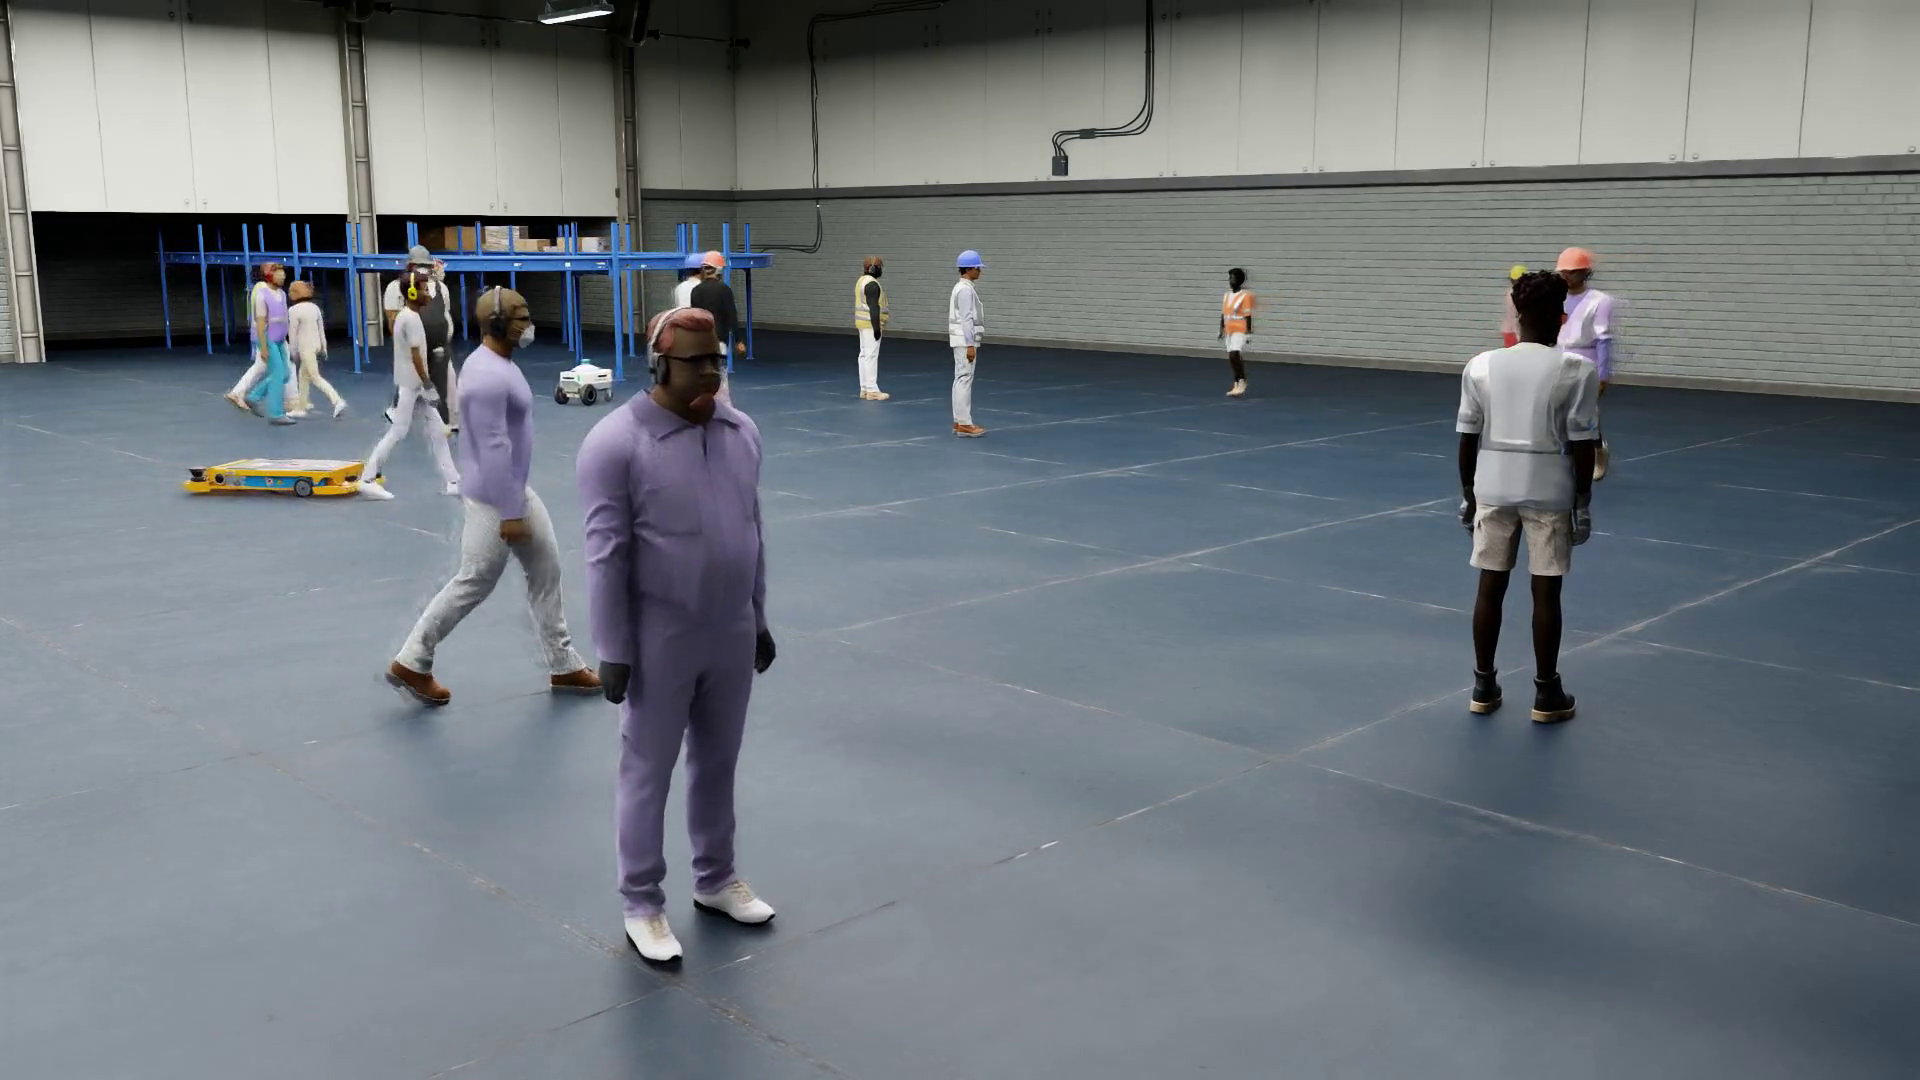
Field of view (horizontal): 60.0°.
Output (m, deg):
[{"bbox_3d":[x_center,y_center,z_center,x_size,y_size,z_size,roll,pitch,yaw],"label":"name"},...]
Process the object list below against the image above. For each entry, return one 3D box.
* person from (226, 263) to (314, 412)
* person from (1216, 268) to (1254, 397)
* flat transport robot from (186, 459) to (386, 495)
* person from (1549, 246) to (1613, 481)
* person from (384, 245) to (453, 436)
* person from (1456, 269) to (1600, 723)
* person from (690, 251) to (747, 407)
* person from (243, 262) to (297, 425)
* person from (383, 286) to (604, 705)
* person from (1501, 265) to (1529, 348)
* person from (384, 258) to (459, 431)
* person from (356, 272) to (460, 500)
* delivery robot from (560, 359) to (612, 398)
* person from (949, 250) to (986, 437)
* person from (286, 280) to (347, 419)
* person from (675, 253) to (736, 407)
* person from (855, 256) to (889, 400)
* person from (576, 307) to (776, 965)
[{"bbox_3d":[-8.363,-2.438,20.013,0.928,1.798,0.642,-7,13,-35],"label":"person"},{"bbox_3d":[3.610,-2.717,21.797,0.418,1.683,0.533,-5,12,-27],"label":"person"},{"bbox_3d":[-5.623,-0.536,13.894,1.431,0.197,0.652,2,10,8],"label":"flat transport robot"},{"bbox_3d":[5.100,-1.402,13.730,0.767,2.027,0.613,-9,14,-41],"label":"person"},{"bbox_3d":[-5.764,-2.132,17.772,0.693,2.000,0.839,-7,13,-35],"label":"person"},{"bbox_3d":[2.482,-0.196,7.304,0.608,1.963,0.372,8,13,36],"label":"person"},{"bbox_3d":[-2.729,-2.184,18.214,0.624,1.951,1.023,10,14,43],"label":"person"},{"bbox_3d":[-7.779,-2.210,18.684,0.556,1.819,0.611,0,10,0],"label":"person"},{"bbox_3d":[-2.139,-0.193,7.501,0.994,1.902,0.642,-1,10,-7],"label":"person"},{"bbox_3d":[7.158,-2.661,21.384,0.340,1.737,0.588,6,12,30],"label":"person"},{"bbox_3d":[-5.743,-2.090,17.893,0.903,1.871,0.654,-3,11,-14],"label":"person"},{"bbox_3d":[-4.442,-1.242,13.435,0.987,1.832,0.511,-3,11,-14],"label":"person"},{"bbox_3d":[-4.752,-2.052,21.132,0.477,0.478,0.707,5,12,25],"label":"delivery robot"},{"bbox_3d":[0.074,-2.085,17.645,0.389,1.949,0.604,-1,10,-6],"label":"person"},{"bbox_3d":[-7.498,-2.206,19.263,0.832,1.594,0.499,3,11,14],"label":"person"},{"bbox_3d":[-3.082,-2.406,19.545,1.026,1.896,0.632,-10,14,-43],"label":"person"},{"bbox_3d":[-1.141,-2.752,21.597,0.430,1.837,0.619,-3,11,-16],"label":"person"},{"bbox_3d":[-0.797,0.269,4.934,0.403,1.904,0.651,9,14,40],"label":"person"}]
